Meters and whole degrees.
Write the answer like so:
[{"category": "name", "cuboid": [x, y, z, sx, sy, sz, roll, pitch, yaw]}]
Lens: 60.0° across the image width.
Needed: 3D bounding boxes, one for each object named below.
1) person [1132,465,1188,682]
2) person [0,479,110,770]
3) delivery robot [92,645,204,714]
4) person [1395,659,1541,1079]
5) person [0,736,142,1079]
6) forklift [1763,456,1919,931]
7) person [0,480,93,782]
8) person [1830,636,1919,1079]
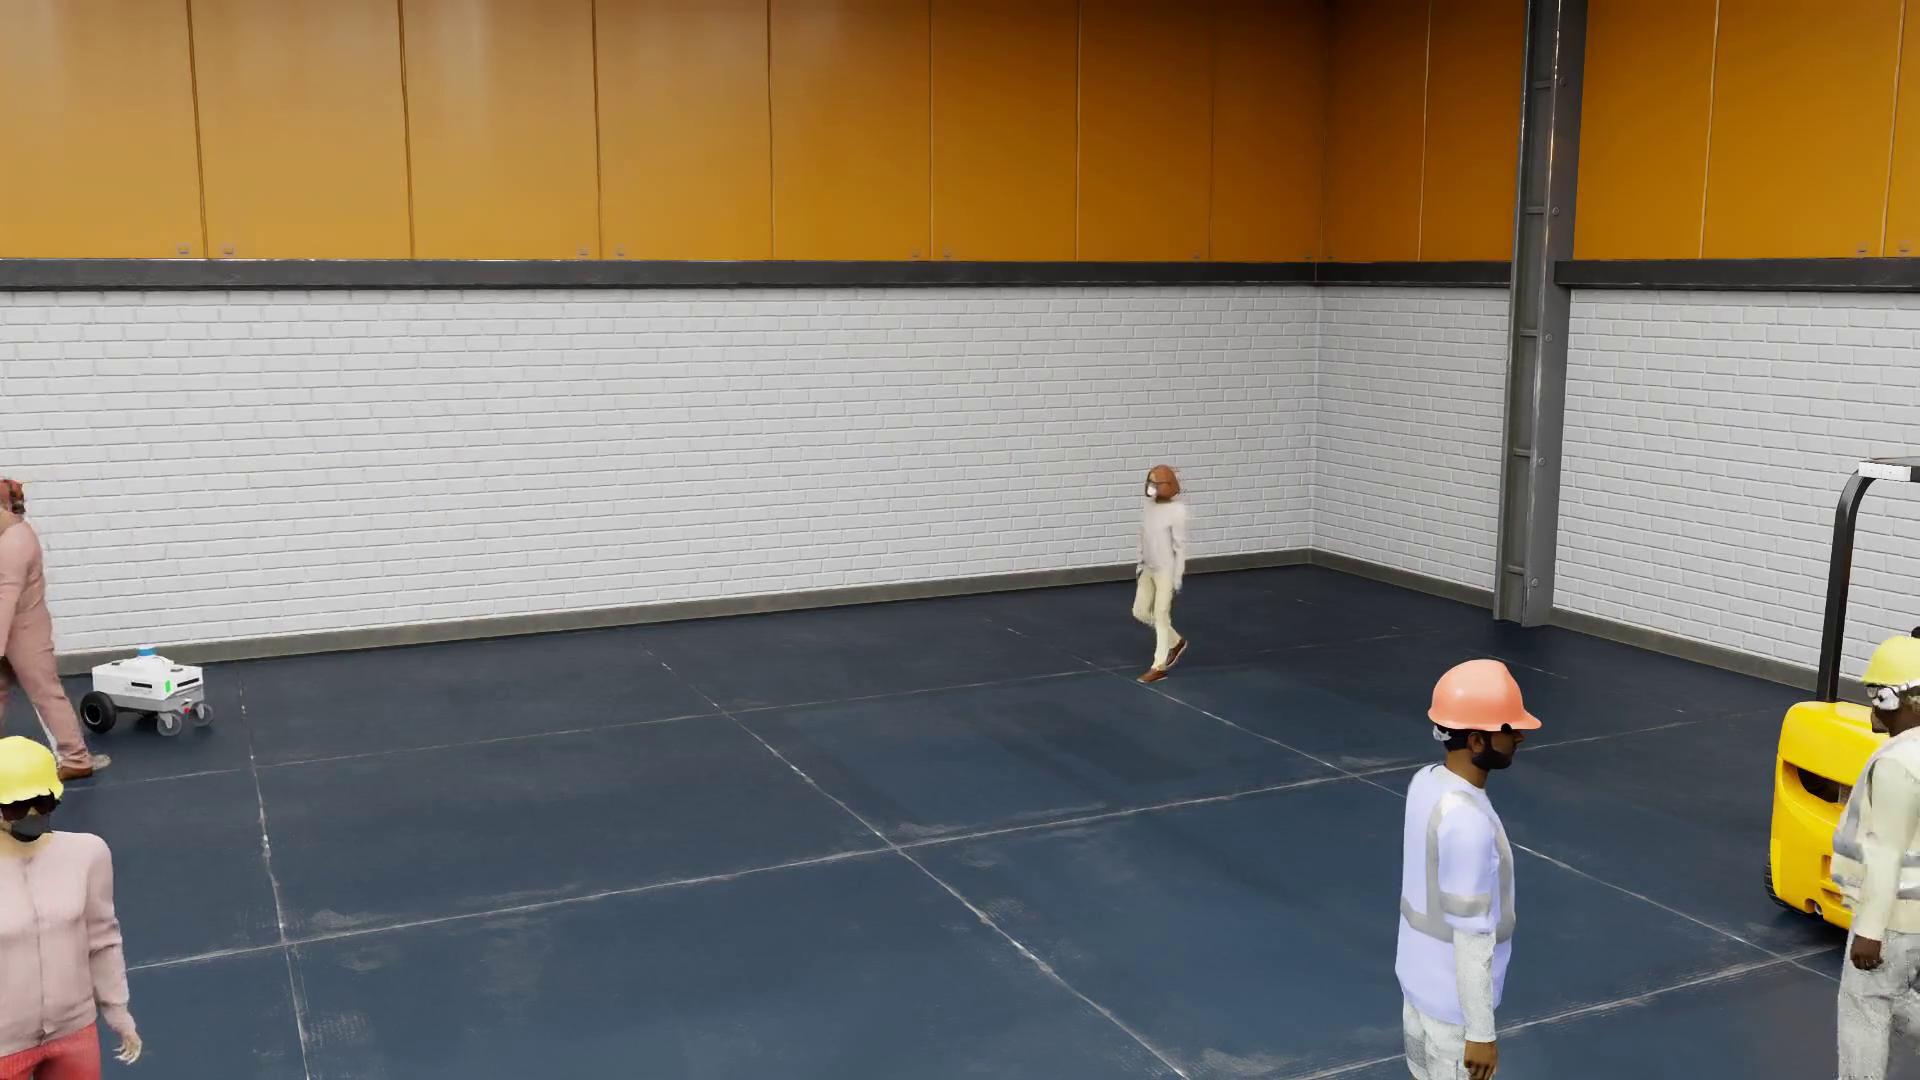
[{"category": "person", "cuboid": [1.511, 0.239, 12.353, 0.436, 1.621, 0.513, -5, 10, -29]}, {"category": "person", "cuboid": [-5.684, 0.553, 9.808, 0.600, 1.837, 0.981, 8, 12, 41]}, {"category": "delivery robot", "cuboid": [-5.380, 0.943, 11.026, 0.707, 0.478, 0.477, 4, 10, 21]}, {"category": "person", "cuboid": [1.458, 1.296, 4.841, 0.361, 1.939, 0.543, 0, 9, 1]}, {"category": "person", "cuboid": [-2.599, 1.409, 4.690, 0.343, 1.767, 0.548, 6, 11, 35]}, {"category": "forklift", "cuboid": [4.857, 0.731, 7.561, 2.313, 2.155, 1.214, -4, 10, -25]}, {"category": "person", "cuboid": [-5.611, 0.560, 9.657, 0.980, 1.853, 0.654, -6, 11, -32]}, {"category": "person", "cuboid": [3.258, 1.234, 5.637, 0.586, 1.804, 0.600, 9, 12, 43]}]
